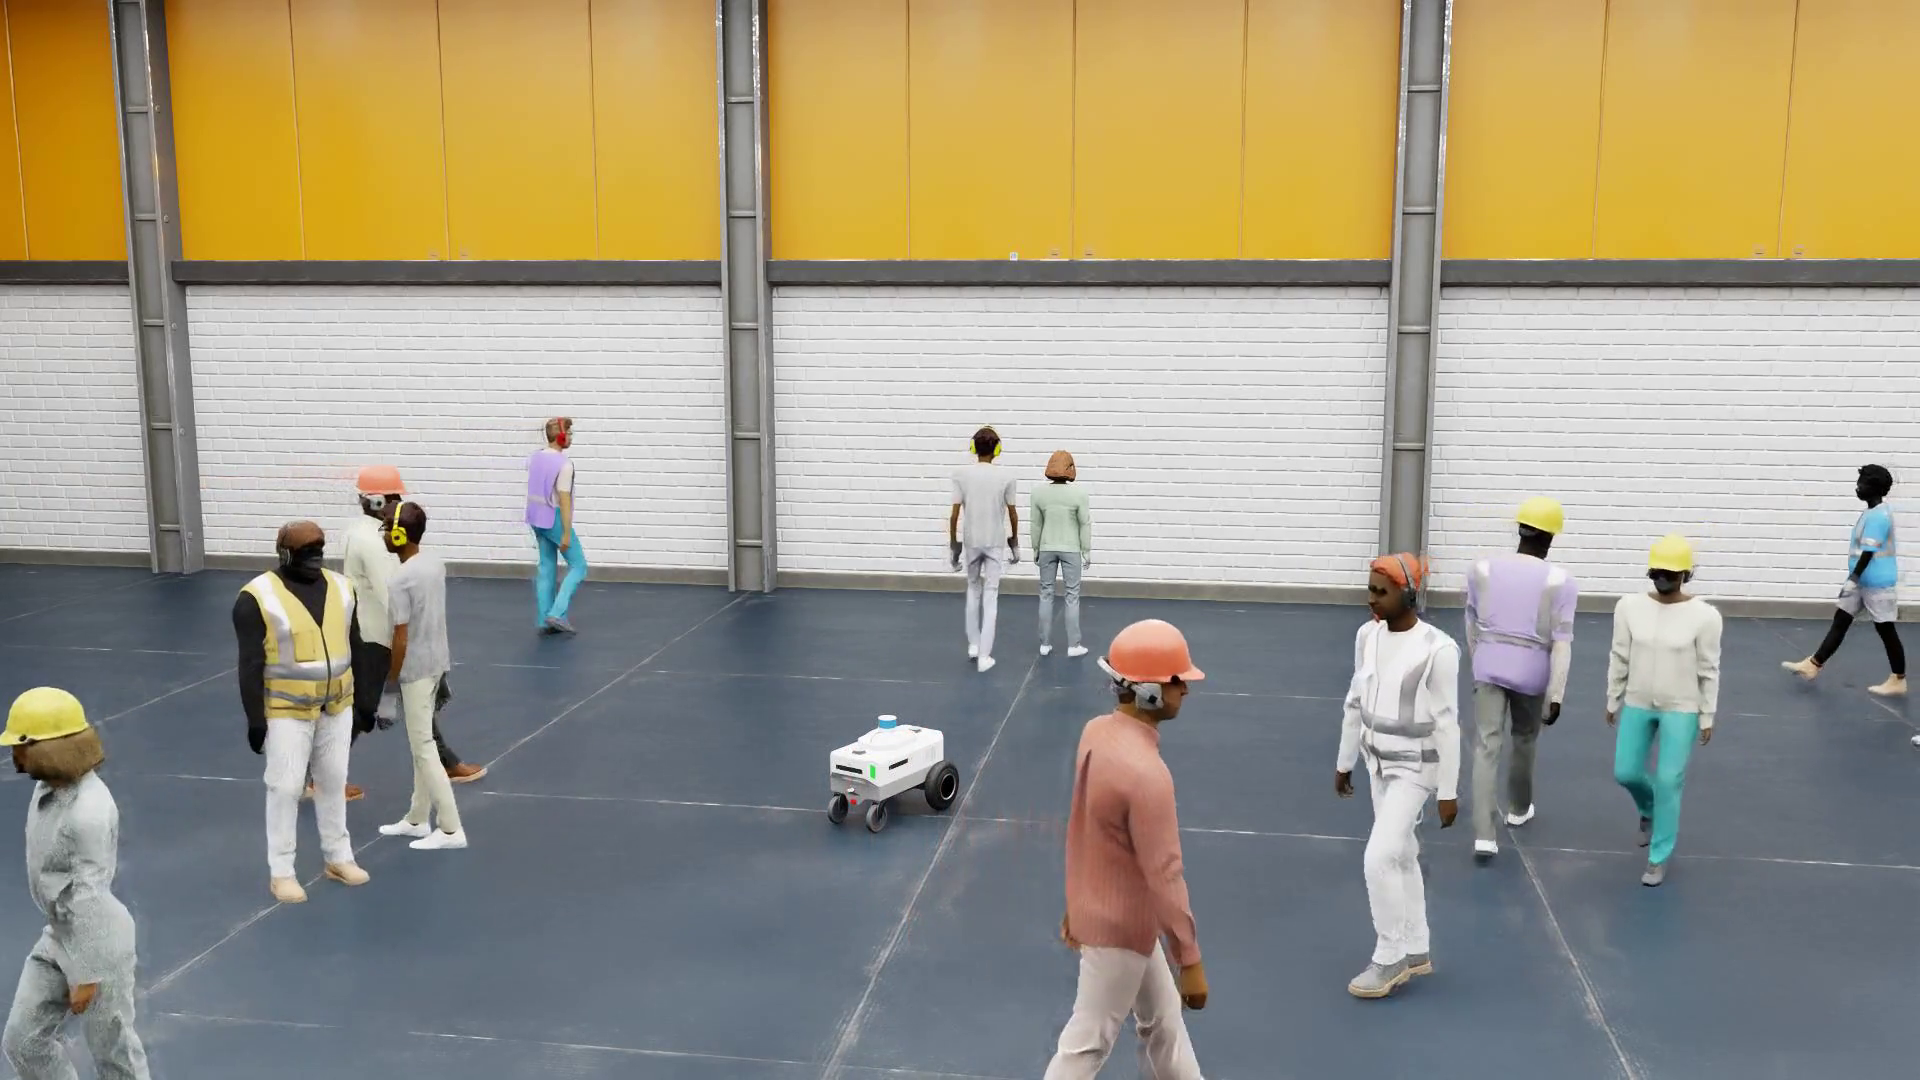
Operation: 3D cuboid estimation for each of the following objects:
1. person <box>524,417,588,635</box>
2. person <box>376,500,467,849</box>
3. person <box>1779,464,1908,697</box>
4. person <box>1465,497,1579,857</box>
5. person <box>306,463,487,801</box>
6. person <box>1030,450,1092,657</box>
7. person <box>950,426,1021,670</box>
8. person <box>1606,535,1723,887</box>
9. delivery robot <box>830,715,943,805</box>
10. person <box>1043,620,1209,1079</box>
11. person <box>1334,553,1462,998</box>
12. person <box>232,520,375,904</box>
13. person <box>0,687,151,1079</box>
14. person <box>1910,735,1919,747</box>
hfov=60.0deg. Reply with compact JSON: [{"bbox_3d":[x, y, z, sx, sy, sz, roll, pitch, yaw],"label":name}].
[{"bbox_3d":[-3.361,-0.103,13.798,0.587,1.830,0.448,9,13,43],"label":"person"},{"bbox_3d":[-2.867,0.714,8.685,0.487,1.869,0.559,1,9,7],"label":"person"},{"bbox_3d":[6.401,0.285,11.909,0.869,1.654,0.546,3,10,20],"label":"person"},{"bbox_3d":[2.916,0.703,8.727,0.583,1.869,1.009,5,10,28],"label":"person"},{"bbox_3d":[-3.312,0.531,9.545,0.994,1.947,0.621,-3,10,-16],"label":"person"},{"bbox_3d":[0.794,0.107,13.091,0.499,1.633,0.286,3,10,20],"label":"person"},{"bbox_3d":[0.206,0.047,12.812,0.505,1.847,0.727,2,9,12],"label":"person"},{"bbox_3d":[3.514,0.824,8.302,0.529,1.752,0.494,8,12,39],"label":"person"},{"bbox_3d":[-0.404,1.220,9.255,0.477,0.478,0.707,6,11,34],"label":"delivery robot"},{"bbox_3d":[0.618,1.214,5.309,1.019,1.937,0.647,-1,9,-8],"label":"person"},{"bbox_3d":[1.776,0.979,6.976,0.646,1.862,0.611,-4,10,-22],"label":"person"},{"bbox_3d":[-3.177,0.812,8.106,0.429,1.843,0.632,7,12,37],"label":"person"},{"bbox_3d":[-2.863,1.315,5.334,0.504,1.724,0.527,9,13,43],"label":"person"},{"bbox_3d":[6.528,0.409,10.634,1.130,1.844,0.608,-3,10,-18],"label":"person"}]
